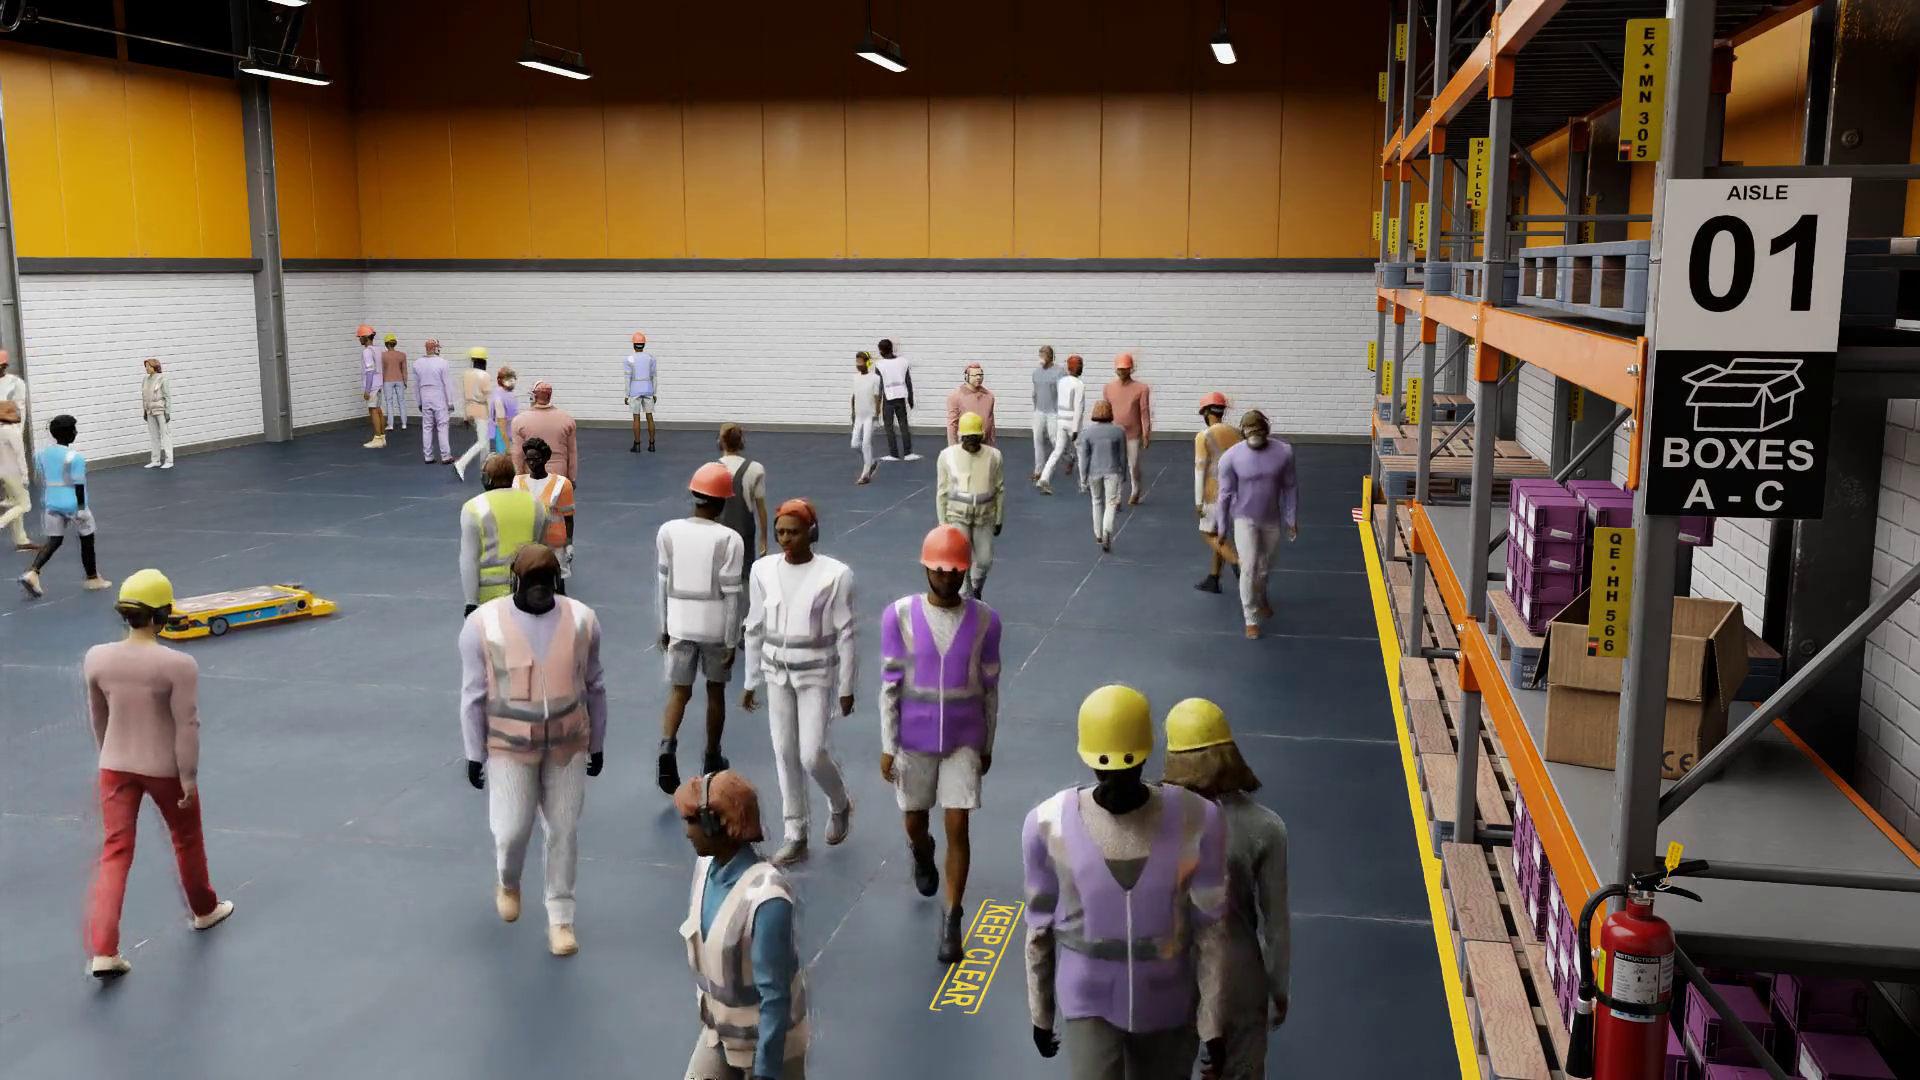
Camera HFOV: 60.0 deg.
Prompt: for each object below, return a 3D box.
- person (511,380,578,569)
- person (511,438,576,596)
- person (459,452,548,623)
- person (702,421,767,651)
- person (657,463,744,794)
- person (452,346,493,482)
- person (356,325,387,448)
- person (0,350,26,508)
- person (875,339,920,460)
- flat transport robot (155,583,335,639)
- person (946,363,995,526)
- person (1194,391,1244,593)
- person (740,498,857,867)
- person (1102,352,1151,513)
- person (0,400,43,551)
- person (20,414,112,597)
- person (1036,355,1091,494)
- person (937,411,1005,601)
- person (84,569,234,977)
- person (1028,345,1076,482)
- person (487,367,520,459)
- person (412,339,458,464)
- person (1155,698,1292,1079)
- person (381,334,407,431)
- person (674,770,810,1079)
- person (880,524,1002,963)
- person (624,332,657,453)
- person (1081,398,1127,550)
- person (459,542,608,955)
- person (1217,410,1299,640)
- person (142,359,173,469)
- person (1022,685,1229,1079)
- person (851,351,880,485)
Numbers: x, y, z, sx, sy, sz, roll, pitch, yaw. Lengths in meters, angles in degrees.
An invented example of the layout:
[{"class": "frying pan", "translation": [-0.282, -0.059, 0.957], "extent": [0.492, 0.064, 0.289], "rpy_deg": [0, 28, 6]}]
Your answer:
[{"class": "person", "translation": [-4.066, -0.609, 16.277], "extent": [0.650, 1.911, 0.409], "rpy_deg": [-5, 11, -29]}, {"class": "person", "translation": [-3.270, 0.043, 12.986], "extent": [0.540, 1.695, 0.316], "rpy_deg": [0, 9, 0]}, {"class": "person", "translation": [-2.978, 0.341, 10.801], "extent": [0.518, 1.825, 0.659], "rpy_deg": [9, 13, 42]}, {"class": "person", "translation": [-1.755, -0.011, 12.950], "extent": [0.510, 1.826, 0.672], "rpy_deg": [-2, 10, -11]}, {"class": "person", "translation": [-1.508, 0.512, 9.540], "extent": [0.564, 1.907, 0.779], "rpy_deg": [2, 10, 11]}, {"class": "person", "translation": [-6.772, -1.758, 23.225], "extent": [0.596, 1.904, 0.766], "rpy_deg": [9, 13, 43]}, {"class": "person", "translation": [-9.749, -2.534, 27.484], "extent": [0.395, 2.038, 0.614], "rpy_deg": [-1, 9, -4]}, {"class": "person", "translation": [-11.902, -1.370, 20.603], "extent": [0.660, 1.996, 0.670], "rpy_deg": [-2, 10, -11]}, {"class": "person", "translation": [-0.964, -2.153, 25.718], "extent": [0.762, 1.883, 0.367], "rpy_deg": [-6, 11, -32]}, {"class": "flat transport robot", "translation": [-6.104, 0.584, 14.015], "extent": [0.652, 0.197, 1.431], "rpy_deg": [7, 12, 37]}, {"class": "person", "translation": [0.157, -1.081, 19.125], "extent": [0.639, 1.911, 0.406], "rpy_deg": [-6, 11, -32]}, {"class": "person", "translation": [2.415, -0.402, 15.108], "extent": [0.604, 1.887, 0.763], "rpy_deg": [-7, 12, -35]}, {"class": "person", "translation": [-0.807, 0.709, 8.443], "extent": [0.583, 1.870, 0.450], "rpy_deg": [4, 10, 24]}, {"class": "person", "translation": [2.062, -1.348, 20.582], "extent": [0.621, 1.961, 0.936], "rpy_deg": [3, 10, 17]}, {"class": "person", "translation": [-9.979, -0.658, 17.426], "extent": [0.515, 1.618, 0.546], "rpy_deg": [7, 12, 38]}, {"class": "person", "translation": [-8.204, -0.313, 15.190], "extent": [0.531, 1.673, 0.761], "rpy_deg": [3, 10, 19]}, {"class": "person", "translation": [1.407, -1.513, 21.947], "extent": [0.929, 1.851, 0.576], "rpy_deg": [-7, 12, -37]}, {"class": "person", "translation": [0.084, -0.212, 14.226], "extent": [0.597, 1.802, 0.520], "rpy_deg": [-2, 10, -10]}, {"class": "person", "translation": [-3.546, 0.986, 7.234], "extent": [0.534, 1.725, 0.896], "rpy_deg": [0, 9, 1]}, {"class": "person", "translation": [1.294, -1.785, 23.351], "extent": [0.634, 1.918, 0.768], "rpy_deg": [8, 13, 41]}, {"class": "person", "translation": [-5.533, -1.216, 20.263], "extent": [0.401, 1.807, 0.744], "rpy_deg": [-1, 9, -4]}, {"class": "person", "translation": [-7.954, -2.099, 25.259], "extent": [0.636, 1.911, 0.406], "rpy_deg": [3, 10, 17]}, {"class": "person", "translation": [0.748, 1.351, 5.047], "extent": [0.535, 1.713, 0.563], "rpy_deg": [1, 9, 5]}, {"class": "person", "translation": [-10.374, -2.883, 30.412], "extent": [0.534, 1.766, 0.321], "rpy_deg": [-7, 12, -37]}, {"class": "person", "translation": [-0.633, 1.447, 4.797], "extent": [0.388, 1.622, 0.617], "rpy_deg": [-7, 12, -36]}, {"class": "person", "translation": [-0.089, 0.851, 7.486], "extent": [0.551, 1.919, 0.822], "rpy_deg": [0, 9, -2]}, {"class": "person", "translation": [-5.156, -2.377, 26.842], "extent": [0.543, 1.939, 0.360], "rpy_deg": [-5, 11, -26]}, {"class": "person", "translation": [1.532, -0.708, 17.779], "extent": [0.496, 1.607, 0.758], "rpy_deg": [2, 10, 10]}, {"class": "person", "translation": [-1.875, 0.906, 7.380], "extent": [0.645, 1.831, 0.507], "rpy_deg": [-5, 10, -26]}, {"class": "person", "translation": [2.409, -0.172, 13.761], "extent": [0.673, 1.883, 0.913], "rpy_deg": [-1, 9, -6]}, {"class": "person", "translation": [-11.930, -1.876, 24.718], "extent": [0.515, 1.641, 0.314], "rpy_deg": [4, 10, 24]}, {"class": "person", "translation": [0.466, 1.300, 4.870], "extent": [0.577, 1.884, 0.951], "rpy_deg": [0, 9, -1]}, {"class": "person", "translation": [-1.290, -1.694, 23.003], "extent": [0.511, 1.854, 0.509], "rpy_deg": [7, 11, 34]}]
